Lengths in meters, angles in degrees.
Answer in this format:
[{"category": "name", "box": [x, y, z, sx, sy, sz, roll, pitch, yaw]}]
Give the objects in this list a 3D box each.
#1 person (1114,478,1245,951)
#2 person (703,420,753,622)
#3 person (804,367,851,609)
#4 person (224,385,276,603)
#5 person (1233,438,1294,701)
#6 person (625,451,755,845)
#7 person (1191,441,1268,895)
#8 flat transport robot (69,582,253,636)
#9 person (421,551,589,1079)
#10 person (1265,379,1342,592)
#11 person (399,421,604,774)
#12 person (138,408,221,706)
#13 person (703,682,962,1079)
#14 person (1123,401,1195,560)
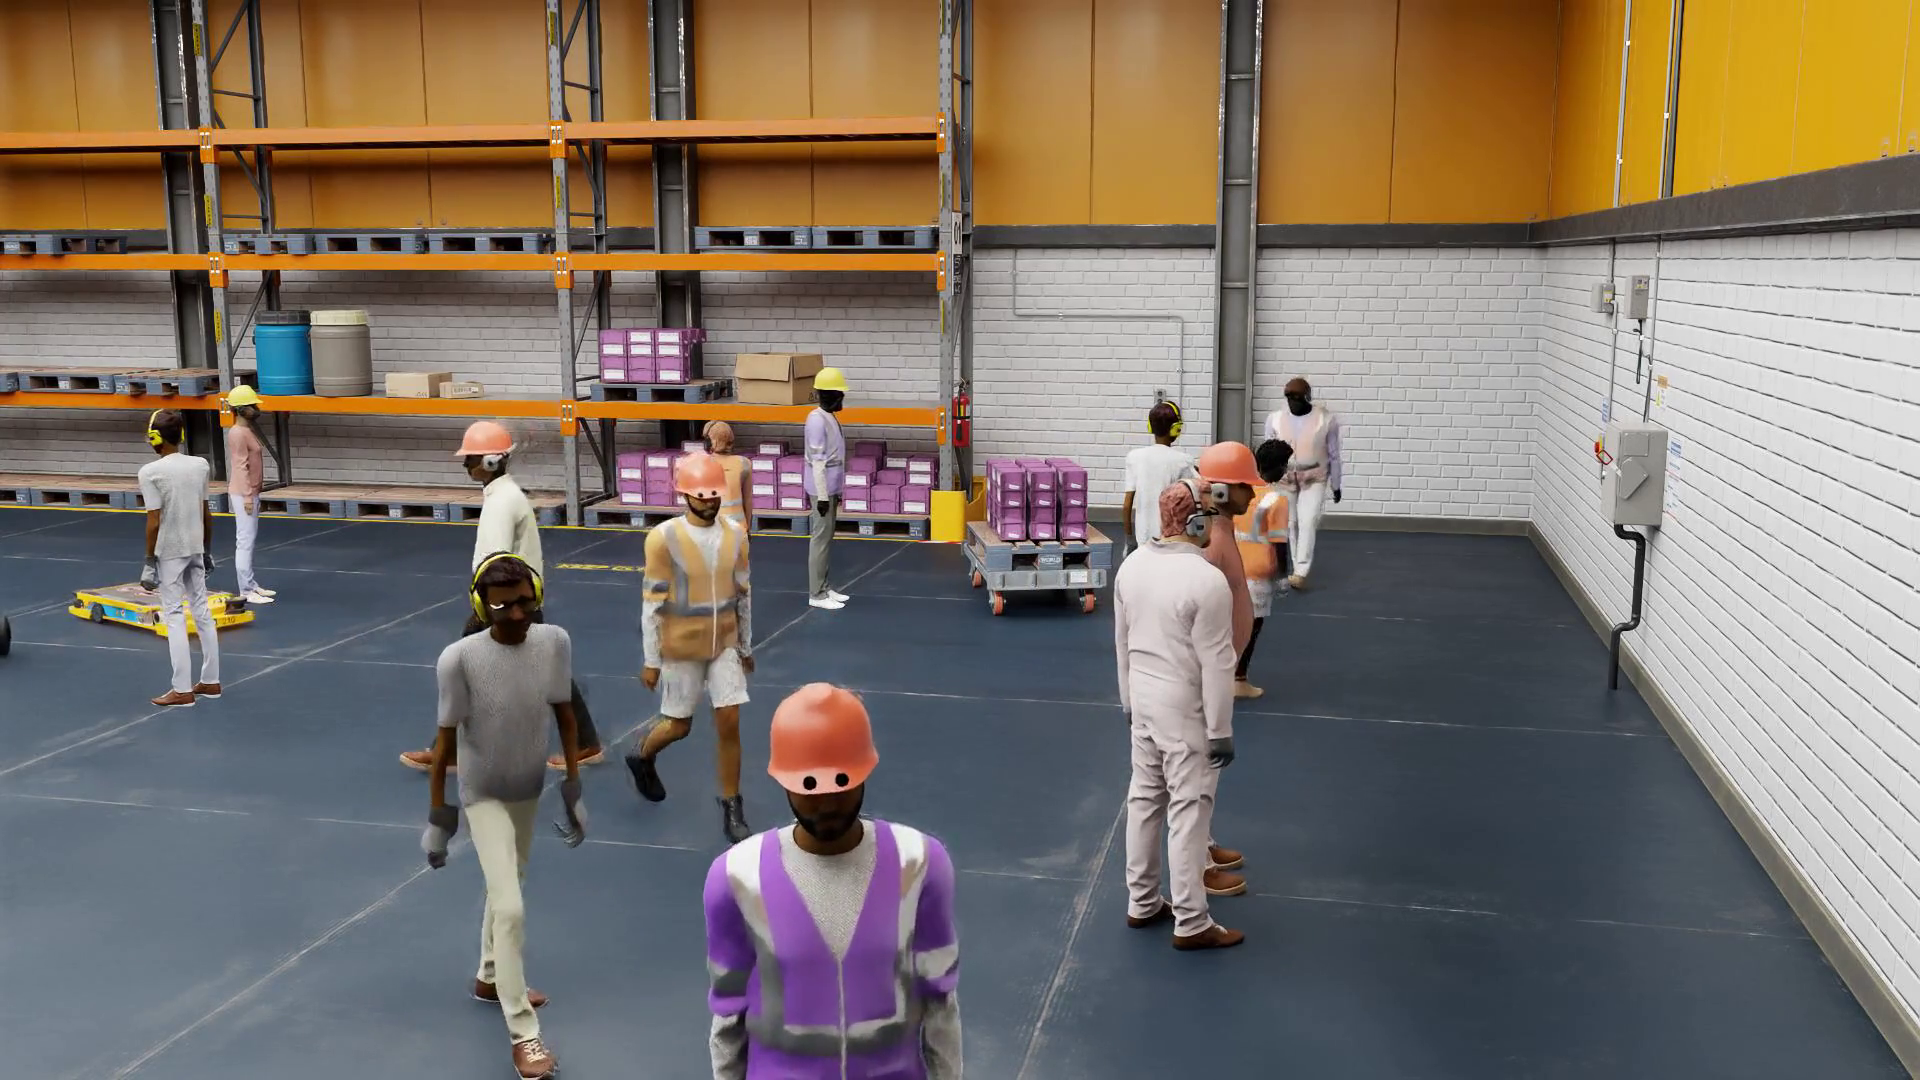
[{"category": "person", "box": [0.905, 0.697, 6.773, 0.400, 1.910, 0.643, -6, 11, -30]}, {"category": "person", "box": [-1.704, -0.040, 11.926, 0.511, 1.641, 0.308, -8, 12, -38]}, {"category": "person", "box": [-1.049, -0.415, 13.317, 0.383, 1.928, 0.612, 1, 10, 3]}, {"category": "person", "box": [-5.770, -0.371, 13.508, 0.306, 1.772, 0.527, -3, 10, -18]}, {"category": "person", "box": [1.865, 0.195, 10.426, 0.398, 1.667, 0.560, -4, 11, -24]}, {"category": "person", "box": [-1.306, 0.485, 8.085, 0.586, 1.900, 0.834, -7, 12, -36]}, {"category": "person", "box": [1.136, 0.553, 7.373, 0.402, 1.990, 0.622, 2, 10, 10]}, {"category": "flat transport robot", "box": [-6.139, 0.504, 12.754, 1.431, 0.197, 0.652, 6, 12, 34]}, {"category": "person", "box": [-1.599, 0.918, 5.821, 0.860, 1.794, 0.542, 8, 12, 39]}, {"category": "person", "box": [2.895, -0.479, 14.103, 0.658, 1.785, 0.987, 5, 11, 26]}, {"category": "person", "box": [-2.452, 0.326, 8.943, 1.076, 1.933, 0.606, -4, 10, -21]}, {"category": "person", "box": [-4.883, 0.110, 10.381, 0.324, 1.865, 0.513, 4, 10, 23]}, {"category": "person", "box": [-0.281, 1.217, 3.693, 0.551, 1.912, 0.823, -2, 10, -11]}, {"category": "person", "box": [1.308, 0.028, 10.849, 0.533, 1.868, 0.310, 6, 11, 31]}]
